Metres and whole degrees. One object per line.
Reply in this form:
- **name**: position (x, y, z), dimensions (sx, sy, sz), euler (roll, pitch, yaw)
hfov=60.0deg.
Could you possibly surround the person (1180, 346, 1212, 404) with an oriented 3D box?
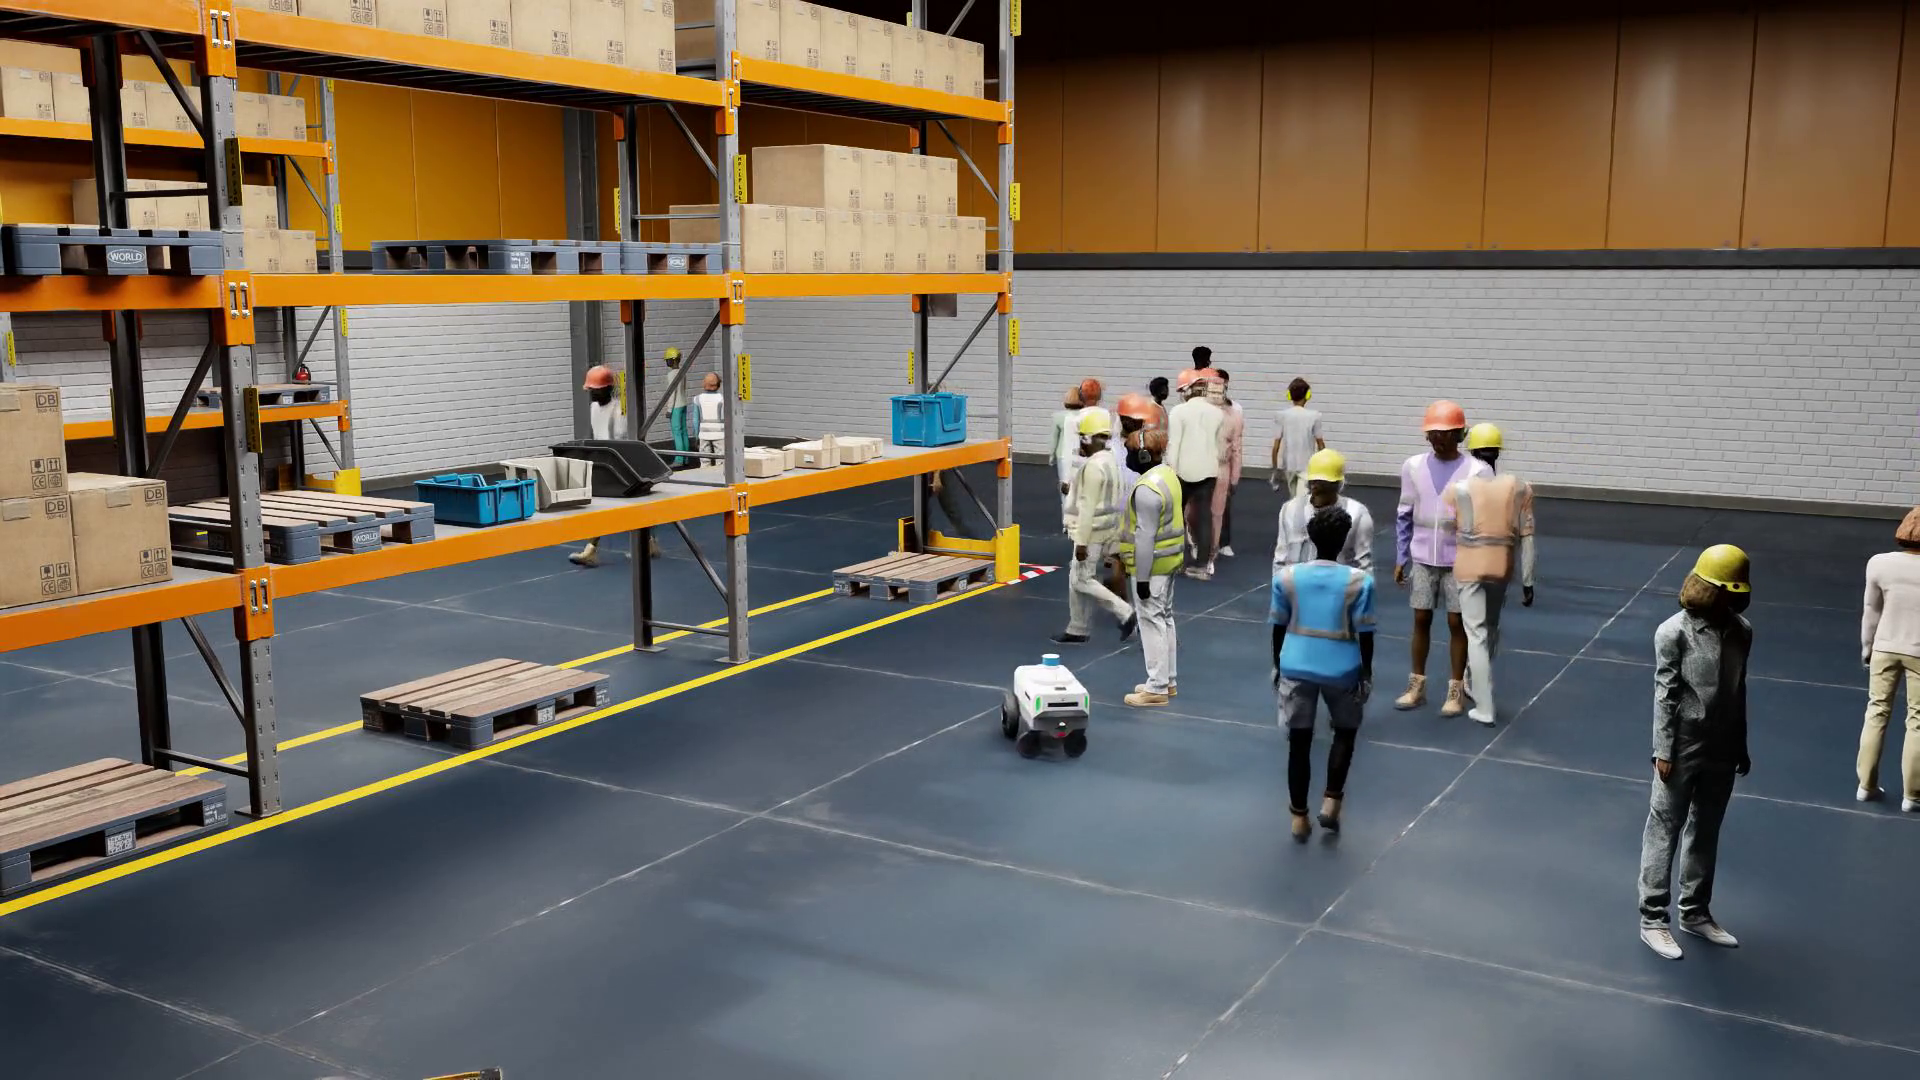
- **person**: position (2.925, -1.411, 20.499), dimensions (0.373, 1.959, 0.608), euler (-4, 10, -23)

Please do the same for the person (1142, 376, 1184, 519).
- **person**: position (2.167, -1.063, 19.213), dimensions (0.786, 1.669, 0.537), euler (3, 10, 21)

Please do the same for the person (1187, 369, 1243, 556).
- **person**: position (2.589, -0.820, 17.070), dimensions (0.585, 1.889, 0.959), euler (-1, 9, -8)

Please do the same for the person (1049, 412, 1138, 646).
- **person**: position (1.028, -0.056, 12.513), dimensions (0.666, 1.800, 0.603), euler (2, 9, 12)

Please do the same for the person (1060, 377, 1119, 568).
- **person**: position (1.248, -0.607, 15.757), dimensions (0.586, 1.865, 0.633), euler (-4, 10, -23)

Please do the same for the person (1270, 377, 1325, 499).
- **person**: position (3.338, -0.683, 16.405), dimensions (0.506, 1.835, 0.942), euler (7, 12, 38)

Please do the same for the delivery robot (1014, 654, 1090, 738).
- **delivery robot**: position (0.545, 0.927, 9.965), dimensions (0.477, 0.478, 0.707), euler (-1, 9, -8)

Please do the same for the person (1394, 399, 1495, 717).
- **person**: position (3.087, 0.118, 10.680), dimensions (0.614, 2.041, 0.389), euler (6, 11, 34)

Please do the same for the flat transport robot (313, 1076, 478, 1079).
- **flat transport robot**: position (-1.628, 1.934, 4.857), dimensions (0.652, 0.197, 1.431), euler (-3, 10, -20)

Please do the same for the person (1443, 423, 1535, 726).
- **person**: position (3.321, 0.192, 10.726), dimensions (0.606, 1.874, 0.950), euler (-1, 9, -6)

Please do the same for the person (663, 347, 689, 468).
- **person**: position (-4.172, -1.935, 24.369), dimensions (0.323, 1.764, 0.524), euler (2, 9, 13)

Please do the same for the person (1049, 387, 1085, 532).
- **person**: position (1.244, -0.892, 18.389), dimensions (0.514, 1.592, 0.844), euler (0, 9, 2)

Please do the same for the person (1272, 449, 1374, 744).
- **person**: position (2.174, 0.343, 10.000), dimensions (0.596, 1.811, 0.479), euler (7, 11, 36)

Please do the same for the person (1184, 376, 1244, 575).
- **person**: position (2.366, -0.634, 15.870), dimensions (0.654, 1.880, 0.640), euler (2, 9, 11)

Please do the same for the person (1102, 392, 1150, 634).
- **person**: position (1.305, -0.236, 13.302), dimensions (0.545, 1.912, 0.683), euler (-4, 10, -21)

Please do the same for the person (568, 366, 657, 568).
- **person**: position (-3.366, -0.708, 16.109), dimensions (0.612, 1.949, 1.110), euler (8, 12, 40)

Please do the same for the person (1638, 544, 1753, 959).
- **person**: position (3.105, 0.871, 6.936), dimensions (0.484, 1.735, 0.309), euler (-4, 10, -22)

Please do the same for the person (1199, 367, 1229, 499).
- **person**: position (2.484, -0.782, 16.733), dimensions (0.543, 1.909, 0.422), euler (6, 11, 33)

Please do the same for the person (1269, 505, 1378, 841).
- **person**: position (1.804, 0.669, 8.324), dimensions (0.555, 1.673, 0.390), euler (3, 10, 21)

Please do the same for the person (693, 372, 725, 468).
- **person**: position (-3.007, -1.228, 20.338), dimensions (0.522, 1.638, 0.310), euler (2, 9, 15)

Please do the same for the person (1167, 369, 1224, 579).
- **person**: position (2.156, -0.628, 15.642), dimensions (0.628, 1.937, 0.825), euler (-4, 10, -22)

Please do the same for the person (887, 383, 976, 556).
- **person**: position (-0.220, -0.667, 16.405), dimensions (0.942, 1.788, 0.541), euler (1, 9, 6)

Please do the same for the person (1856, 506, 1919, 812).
- **person**: position (5.031, 0.624, 8.818), dimensions (0.270, 1.627, 0.502), euler (-7, 12, -38)

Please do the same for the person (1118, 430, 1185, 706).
- **person**: position (1.250, 0.185, 10.961), dimensions (0.430, 1.829, 0.623), euler (3, 10, 20)
